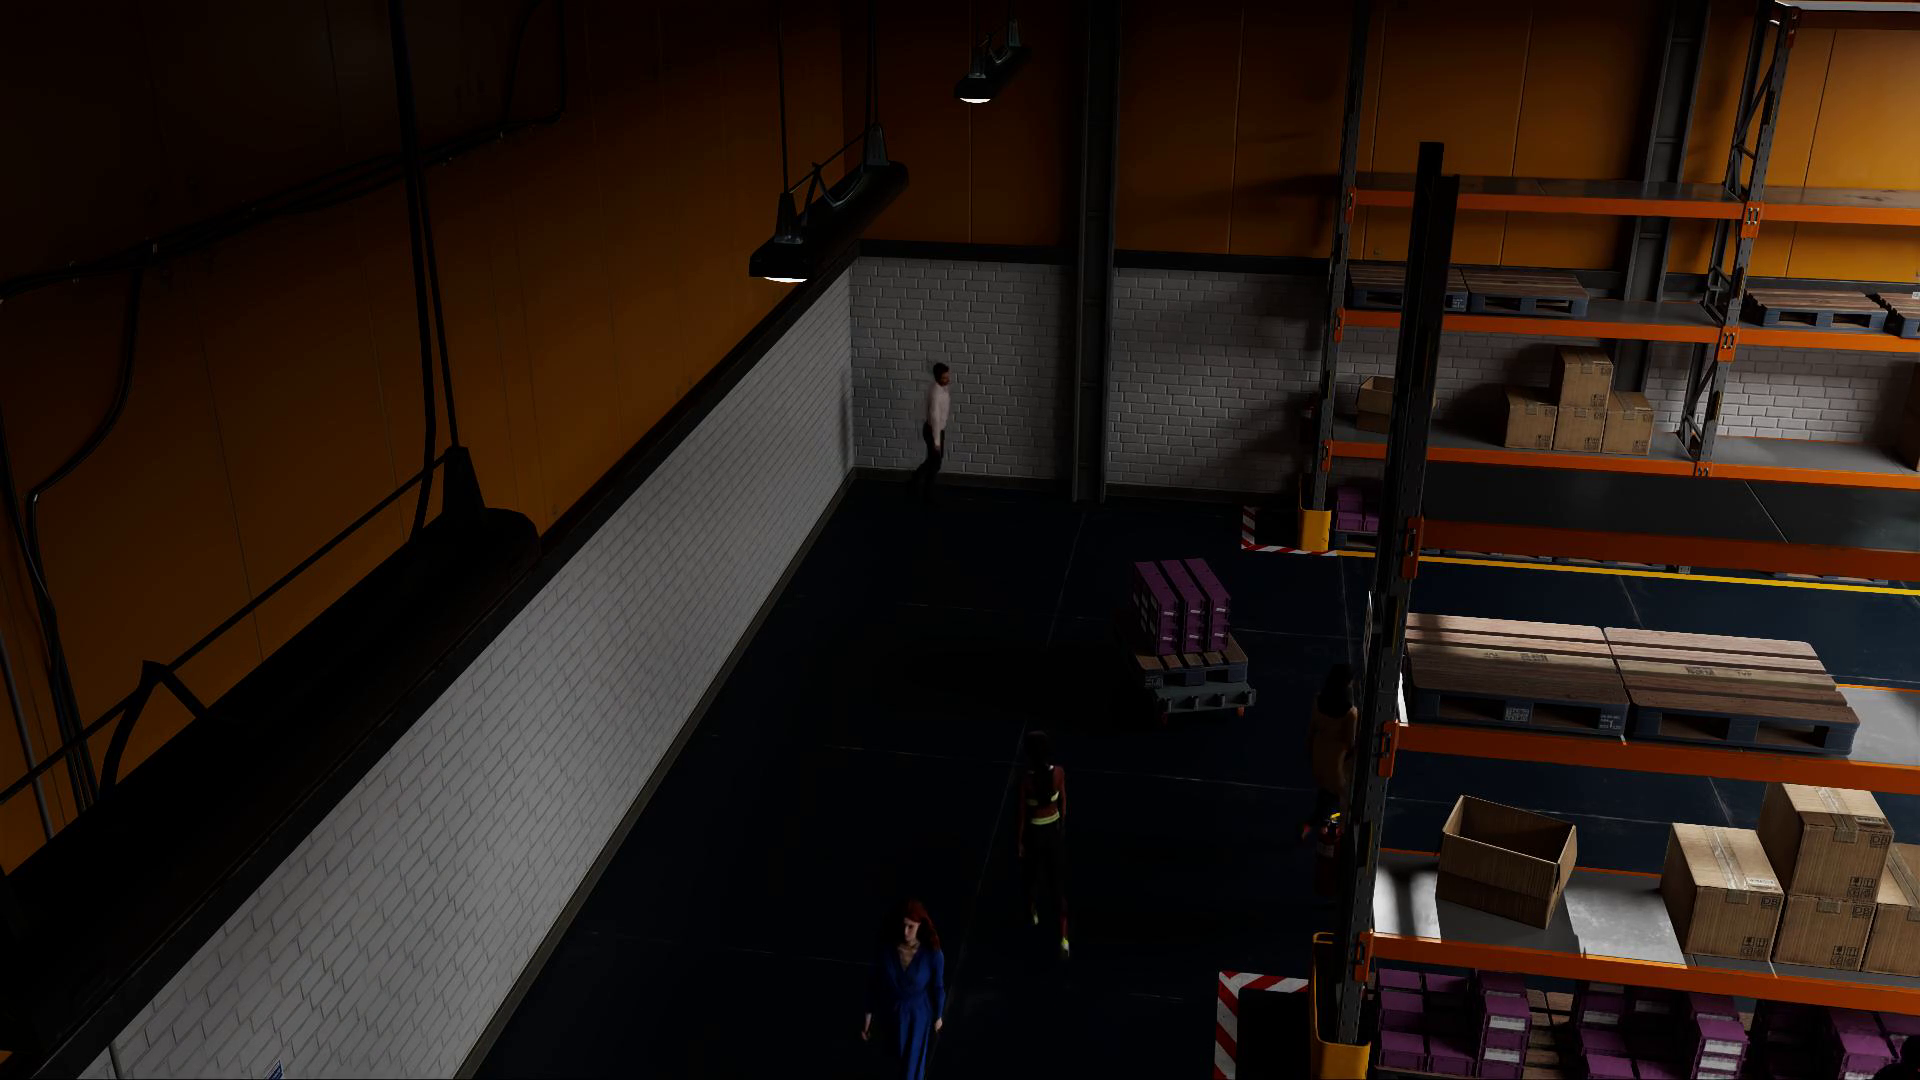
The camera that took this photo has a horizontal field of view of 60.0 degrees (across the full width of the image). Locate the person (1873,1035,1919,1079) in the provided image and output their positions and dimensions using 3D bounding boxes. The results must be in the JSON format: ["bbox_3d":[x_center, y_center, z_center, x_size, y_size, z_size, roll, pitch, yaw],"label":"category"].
[{"bbox_3d":[4.894,3.439,8.980,1.155,1.889,0.795,8,25,17],"label":"person"}]

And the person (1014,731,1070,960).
[{"bbox_3d":[0.625,2.210,11.993,1.108,1.727,0.915,-5,24,-11],"label":"person"}]

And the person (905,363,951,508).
[{"bbox_3d":[-0.339,-1.256,19.791,0.825,1.832,0.733,-1,24,-2],"label":"person"}]

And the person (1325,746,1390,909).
[{"bbox_3d":[2.982,2.053,12.320,0.674,1.753,0.697,-5,24,-12],"label":"person"}]

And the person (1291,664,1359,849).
[{"bbox_3d":[2.894,1.763,13.085,1.004,1.672,0.941,-17,29,-34],"label":"person"}]

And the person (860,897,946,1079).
[{"bbox_3d":[-0.323,2.933,10.272,1.082,1.781,0.821,8,25,18],"label":"person"}]
